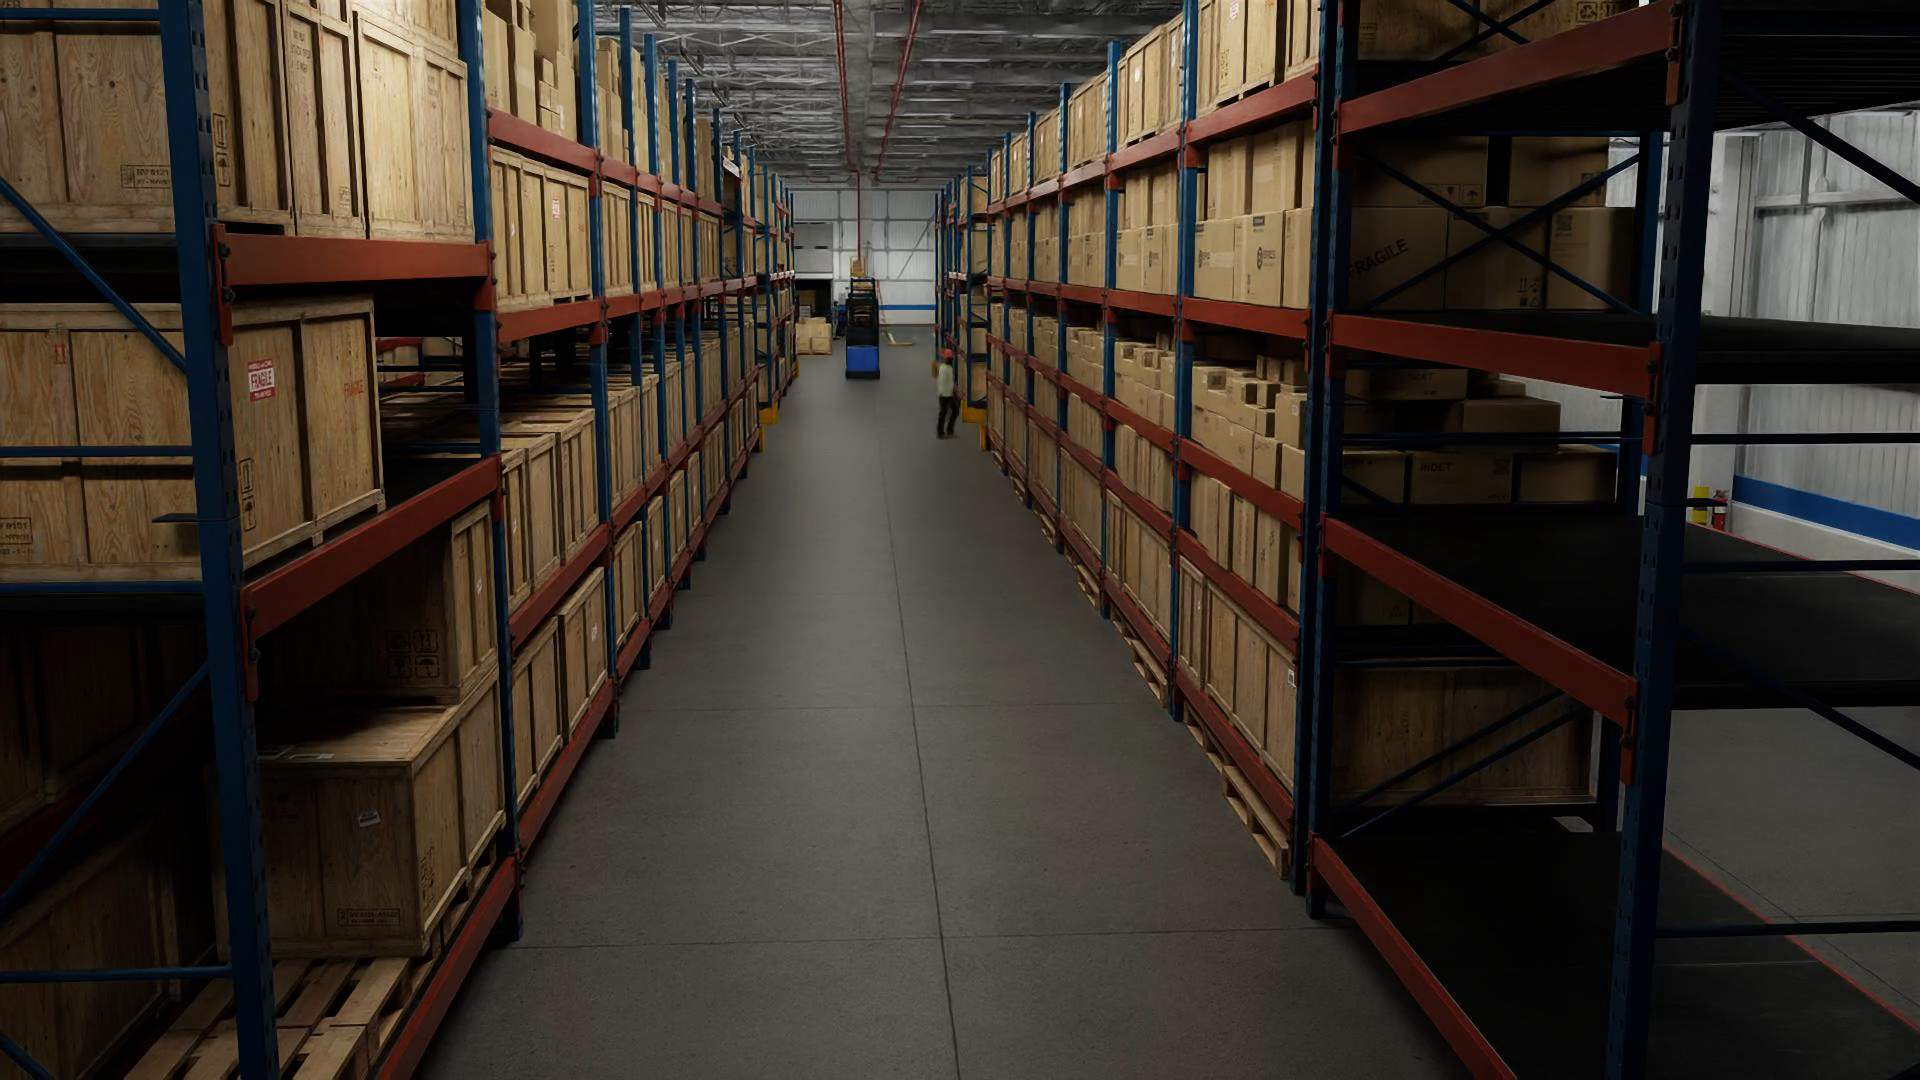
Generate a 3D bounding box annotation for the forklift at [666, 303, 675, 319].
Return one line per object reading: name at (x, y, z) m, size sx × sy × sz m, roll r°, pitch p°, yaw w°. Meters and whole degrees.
forklift at (-8.621, -5.973, 50.149) m, size 1.873 × 2.768 × 1.129 m, roll -1°, pitch 10°, yaw -3°

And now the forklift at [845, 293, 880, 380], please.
forklift at (-3.192, -6.679, 54.361) m, size 1.129 × 2.768 × 1.873 m, roll -1°, pitch 10°, yaw -4°

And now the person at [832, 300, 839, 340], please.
person at (-6.130, -10.826, 81.940) m, size 0.377 × 1.935 × 0.638 m, roll 1°, pitch 10°, yaw 3°

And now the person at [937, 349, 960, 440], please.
person at (-0.239, -3.132, 35.879) m, size 0.608 × 1.970 × 0.652 m, roll 3°, pitch 10°, yaw 20°

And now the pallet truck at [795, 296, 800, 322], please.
pallet truck at (-8.622, -12.439, 91.403) m, size 1.885 × 1.965 × 0.823 m, roll 2°, pitch 10°, yaw 13°
